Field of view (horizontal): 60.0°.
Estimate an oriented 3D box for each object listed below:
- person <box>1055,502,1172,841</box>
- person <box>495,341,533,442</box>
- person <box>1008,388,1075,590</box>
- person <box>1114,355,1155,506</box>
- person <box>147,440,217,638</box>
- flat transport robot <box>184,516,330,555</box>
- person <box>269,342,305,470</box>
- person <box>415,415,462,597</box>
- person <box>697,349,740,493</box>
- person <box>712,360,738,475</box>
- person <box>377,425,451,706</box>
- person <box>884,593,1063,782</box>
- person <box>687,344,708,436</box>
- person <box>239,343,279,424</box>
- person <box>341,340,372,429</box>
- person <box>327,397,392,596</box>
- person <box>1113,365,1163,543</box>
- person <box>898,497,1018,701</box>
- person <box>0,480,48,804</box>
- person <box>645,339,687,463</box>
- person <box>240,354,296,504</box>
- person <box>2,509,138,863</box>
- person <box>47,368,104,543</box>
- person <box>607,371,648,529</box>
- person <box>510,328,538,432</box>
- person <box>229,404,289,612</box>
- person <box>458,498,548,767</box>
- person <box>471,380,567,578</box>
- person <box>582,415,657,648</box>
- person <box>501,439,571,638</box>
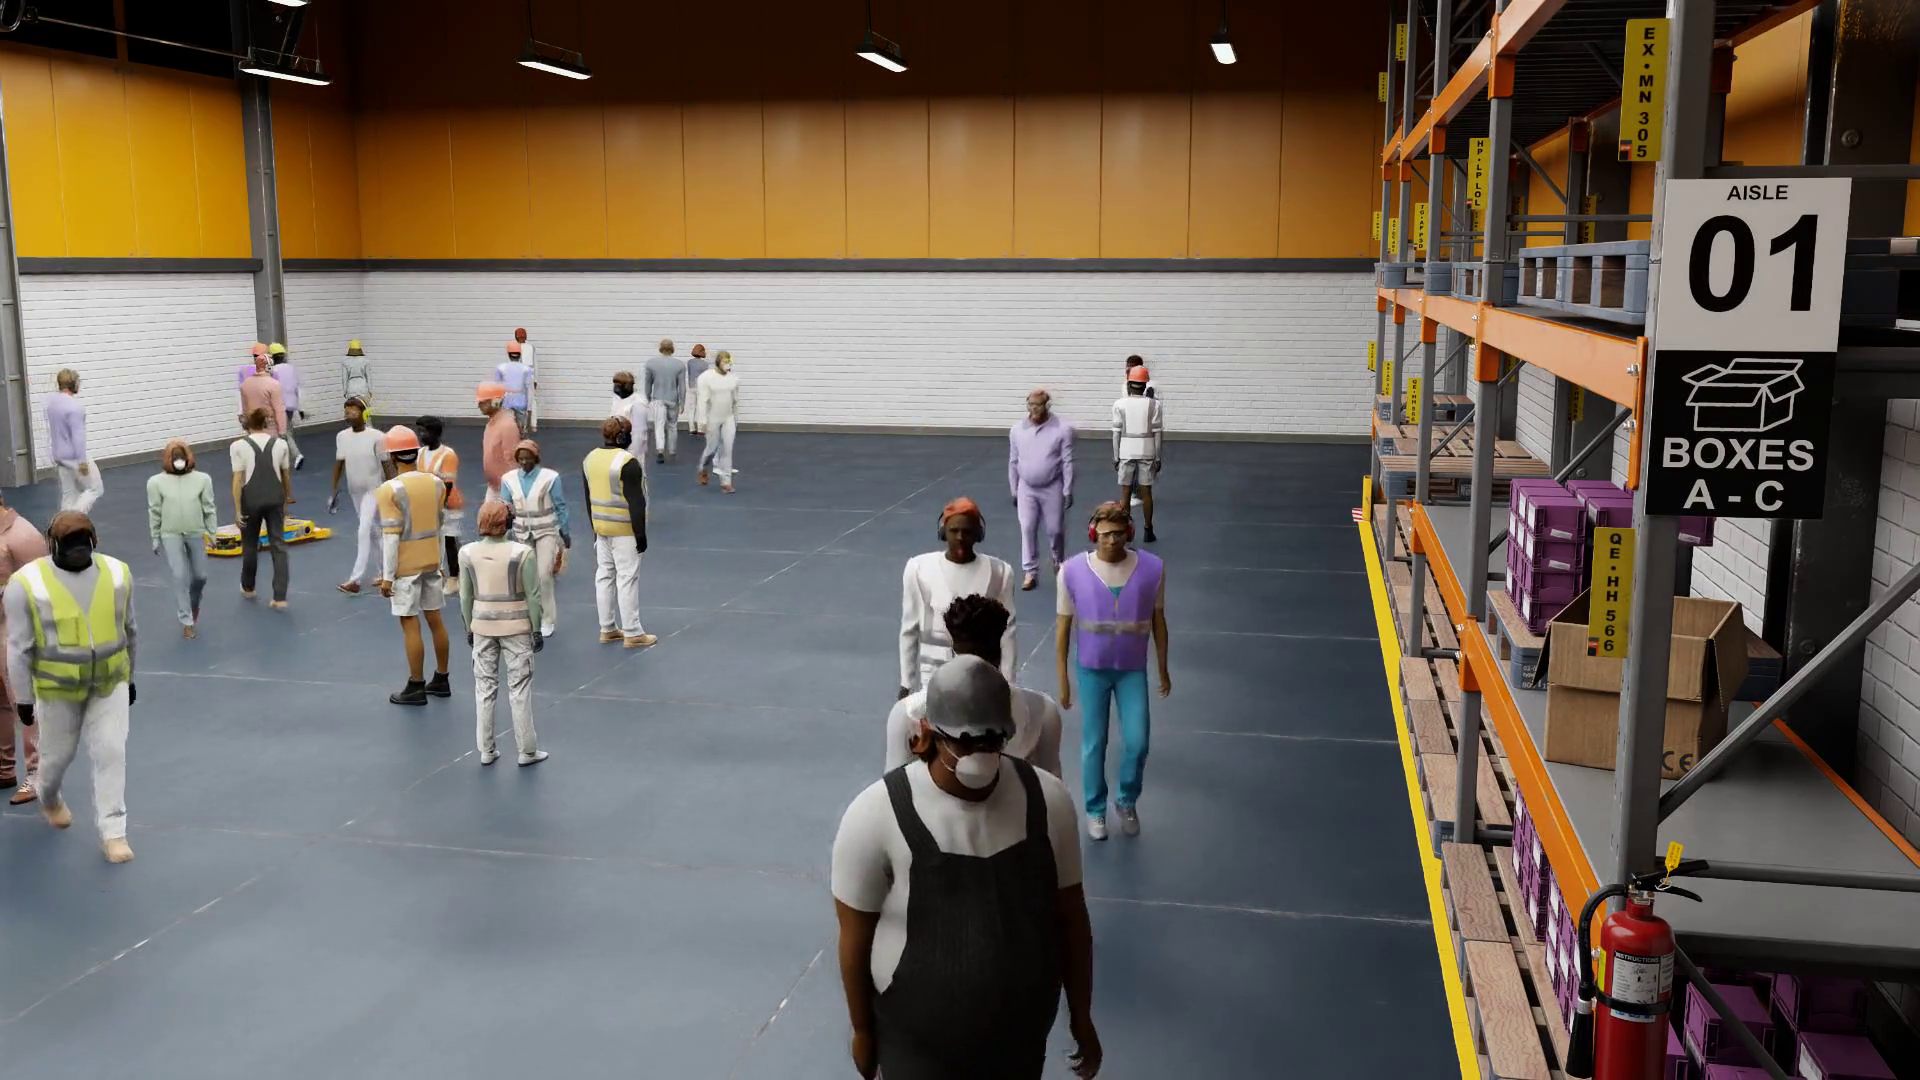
[{"bbox_3d":[0.808,0.690,8.725,0.647,1.818,0.458,-1,9,-5],"label":"person"},{"bbox_3d":[-6.692,-2.041,24.989,0.564,1.900,0.992,-3,10,-15],"label":"person"},{"bbox_3d":[0.774,-0.498,15.665,0.650,1.889,0.670,2,10,14],"label":"person"},{"bbox_3d":[2.177,-1.357,20.787,0.497,1.901,0.625,-6,11,-34],"label":"person"},{"bbox_3d":[-6.390,-0.030,13.680,0.503,1.616,0.605,-6,11,-33],"label":"person"},{"bbox_3d":[-7.550,-0.054,17.860,0.652,0.197,1.431,4,10,24],"label":"flat transport robot"},{"bbox_3d":[-10.017,-1.987,24.684,0.925,1.887,0.586,7,12,36],"label":"person"},{"bbox_3d":[-4.756,-0.299,15.113,0.530,1.674,0.446,5,11,28],"label":"person"},{"bbox_3d":[-3.235,-1.594,22.203,0.639,1.914,0.718,-6,11,-34],"label":"person"},{"bbox_3d":[-3.415,-1.826,24.050,0.322,1.766,0.525,4,10,22],"label":"person"},{"bbox_3d":[-3.786,0.176,11.474,0.376,1.934,0.547,5,11,28],"label":"person"},{"bbox_3d":[0.046,1.143,5.601,0.619,1.942,0.691,0,9,0],"label":"person"},{"bbox_3d":[-4.634,-2.659,29.491,0.494,1.624,0.288,7,11,35],"label":"person"},{"bbox_3d":[-10.091,-1.879,24.008,0.558,1.887,0.741,-1,9,-4],"label":"person"},{"bbox_3d":[-10.344,-2.565,28.562,0.489,1.744,0.295,-3,10,-18],"label":"person"},{"bbox_3d":[-5.559,-0.413,15.370,0.538,1.815,0.983,3,10,19],"label":"person"},{"bbox_3d":[1.933,-0.931,18.136,0.545,1.938,0.357,2,10,9],"label":"person"},{"bbox_3d":[-0.009,0.713,8.420,0.612,1.871,0.411,0,9,-1],"label":"person"},{"bbox_3d":[-5.434,0.540,9.378,0.644,1.903,0.400,4,10,22],"label":"person"},{"bbox_3d":[-4.518,-2.142,25.574,0.642,1.908,0.975,-1,10,-8],"label":"person"},{"bbox_3d":[-8.743,-1.396,21.027,0.651,1.906,0.401,4,10,25],"label":"person"},{"bbox_3d":[-4.579,0.719,8.576,0.809,1.816,0.637,9,13,44],"label":"person"},{"bbox_3d":[-9.488,-0.875,17.827,0.657,1.927,0.434,7,12,37],"label":"person"},{"bbox_3d":[-3.830,-0.990,18.821,0.600,1.824,0.661,-8,12,-39],"label":"person"},{"bbox_3d":[-7.887,-2.881,30.059,0.356,1.880,0.572,8,12,40],"label":"person"},{"bbox_3d":[-6.209,-0.300,14.746,0.511,1.792,0.957,-7,12,-37],"label":"person"},{"bbox_3d":[-2.759,0.563,10.037,0.512,1.637,0.307,1,10,8],"label":"person"},{"bbox_3d":[-4.212,-0.531,15.663,0.854,1.959,0.620,-8,12,-38],"label":"person"},{"bbox_3d":[-2.702,-0.071,13.238,0.619,1.845,0.430,8,12,39],"label":"person"},{"bbox_3d":[-3.487,-0.010,13.570,0.520,1.618,0.610,2,10,11],"label":"person"}]
